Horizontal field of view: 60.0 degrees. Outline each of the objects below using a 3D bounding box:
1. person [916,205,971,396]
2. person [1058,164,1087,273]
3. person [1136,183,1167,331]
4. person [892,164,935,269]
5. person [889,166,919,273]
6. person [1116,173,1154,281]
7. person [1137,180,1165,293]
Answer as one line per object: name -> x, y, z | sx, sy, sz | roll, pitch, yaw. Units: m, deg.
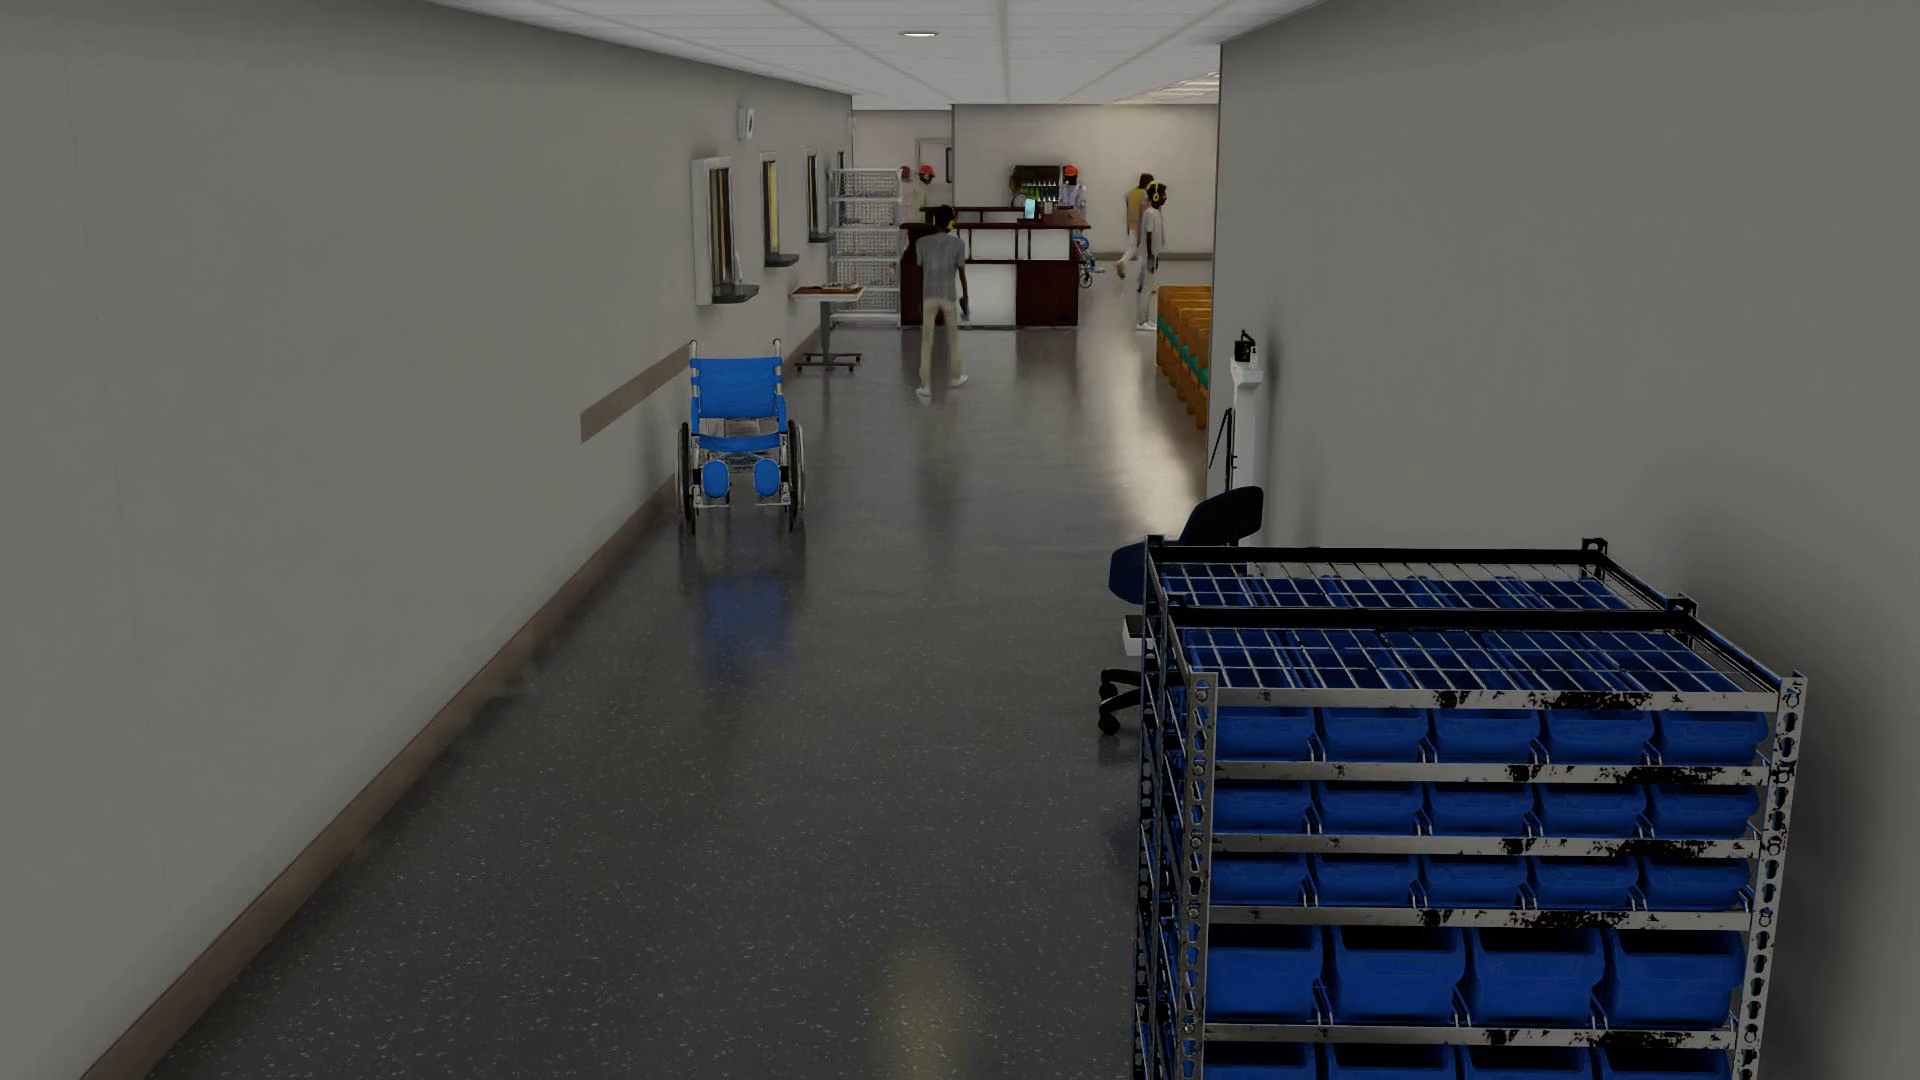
person -> -0.159, -2.333, 16.207 | 0.541, 1.801, 0.840 | 1, 14, 3
person -> 1.980, -5.699, 29.593 | 0.545, 1.929, 0.390 | 9, 16, 31
person -> 2.448, -3.604, 21.229 | 0.331, 1.862, 0.507 | 3, 14, 12
person -> -0.723, -5.510, 28.803 | 0.920, 1.955, 0.614 | -1, 14, -3
person -> -0.969, -5.705, 29.673 | 0.643, 1.901, 0.400 | -4, 14, -16
person -> 2.992, -5.267, 28.072 | 0.659, 1.820, 0.642 | -11, 18, -38
person -> 3.022, -4.737, 26.044 | 0.611, 1.743, 0.545 | 12, 19, 41
